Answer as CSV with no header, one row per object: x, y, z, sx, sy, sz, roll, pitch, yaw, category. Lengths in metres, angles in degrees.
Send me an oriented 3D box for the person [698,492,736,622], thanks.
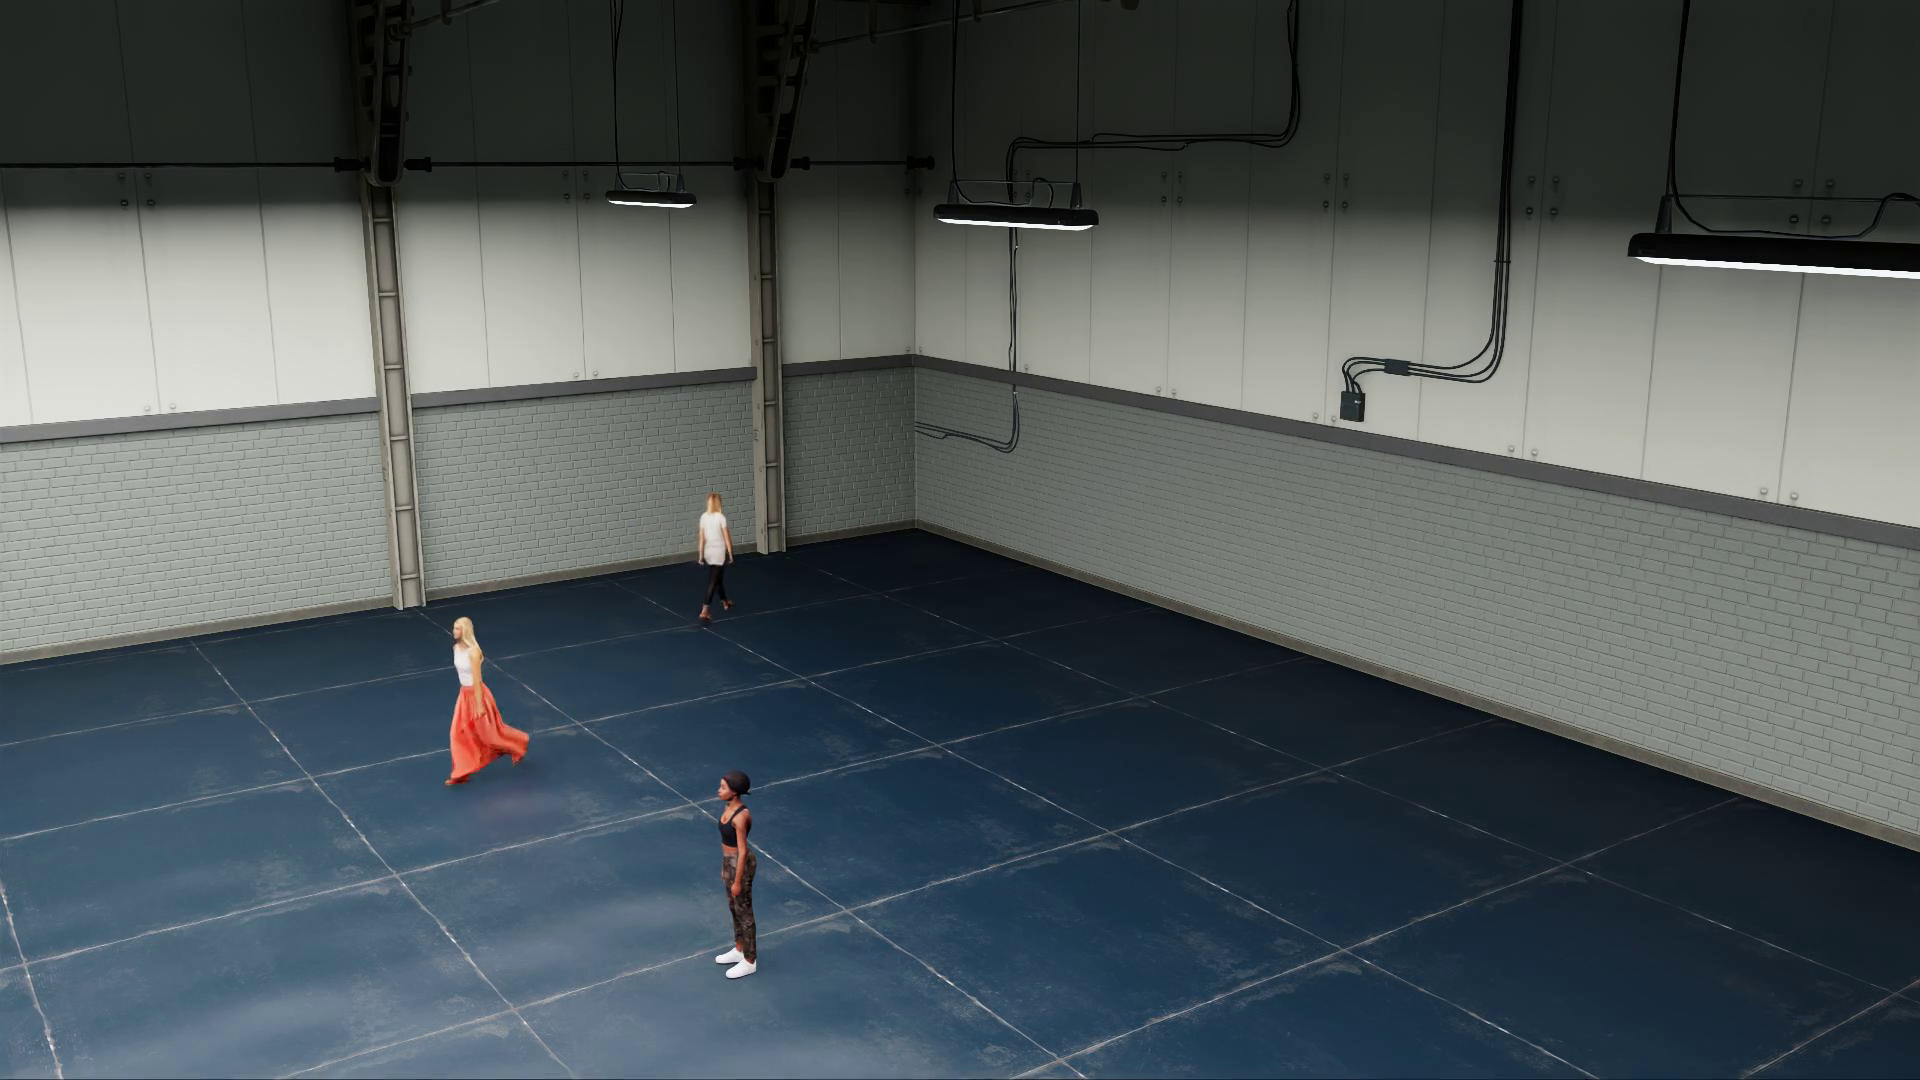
-3.475,0.269,23.365,1.054,1.781,1.270,5,14,21,person

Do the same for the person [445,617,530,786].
-4.984,1.667,17.373,1.233,1.761,0.761,-12,18,-43,person

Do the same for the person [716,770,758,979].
-1.775,2.641,13.304,0.592,1.701,0.614,-6,14,-23,person
